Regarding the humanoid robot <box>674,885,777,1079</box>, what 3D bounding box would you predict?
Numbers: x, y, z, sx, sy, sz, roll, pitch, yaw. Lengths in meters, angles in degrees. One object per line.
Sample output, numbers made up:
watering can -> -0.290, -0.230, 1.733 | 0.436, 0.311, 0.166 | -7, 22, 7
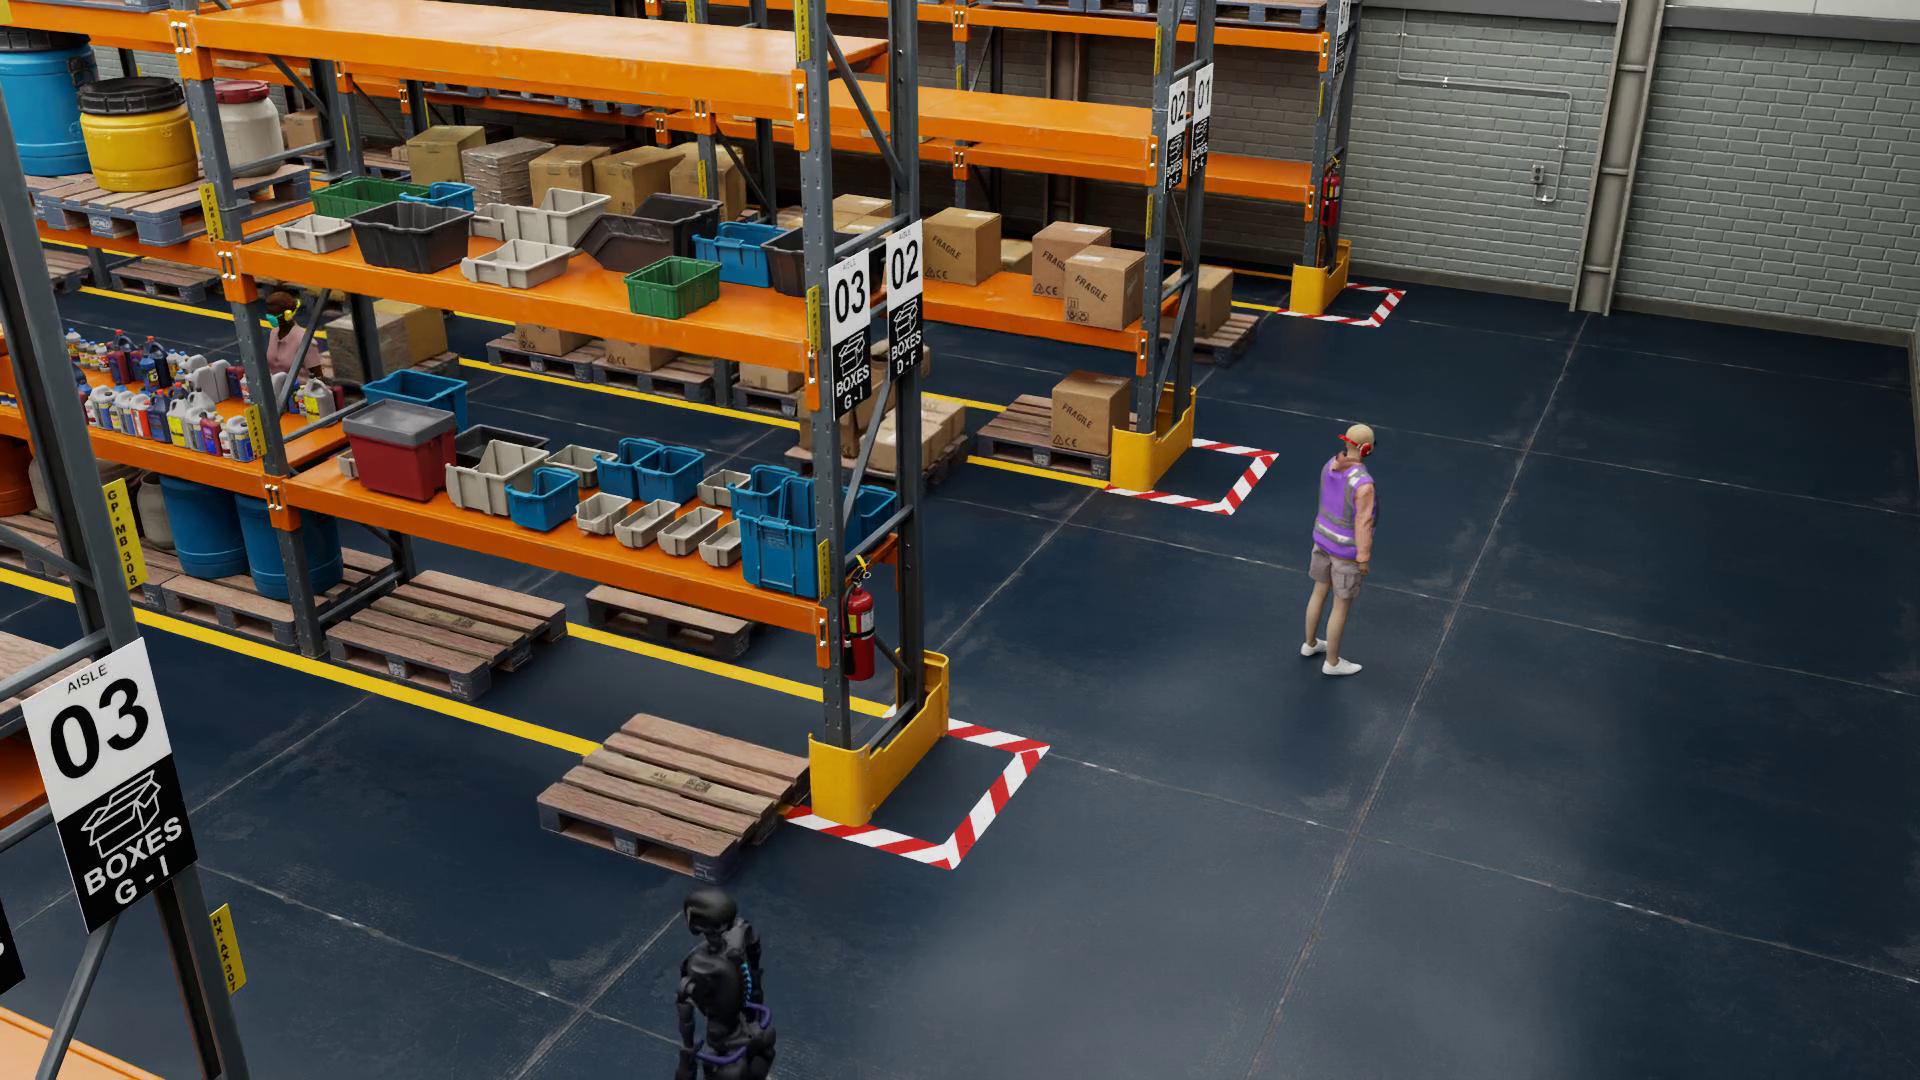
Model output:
humanoid robot -> -0.897, 2.061, 6.550 | 0.420, 1.637, 0.601 | 12, 29, 23

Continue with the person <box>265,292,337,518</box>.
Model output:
person -> -5.009, -1.019, 12.640 | 0.536, 1.800, 0.329 | 15, 30, 27

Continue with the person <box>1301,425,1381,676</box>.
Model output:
person -> 2.431, 0.059, 10.587 | 0.349, 1.688, 0.489 | -11, 28, -21
